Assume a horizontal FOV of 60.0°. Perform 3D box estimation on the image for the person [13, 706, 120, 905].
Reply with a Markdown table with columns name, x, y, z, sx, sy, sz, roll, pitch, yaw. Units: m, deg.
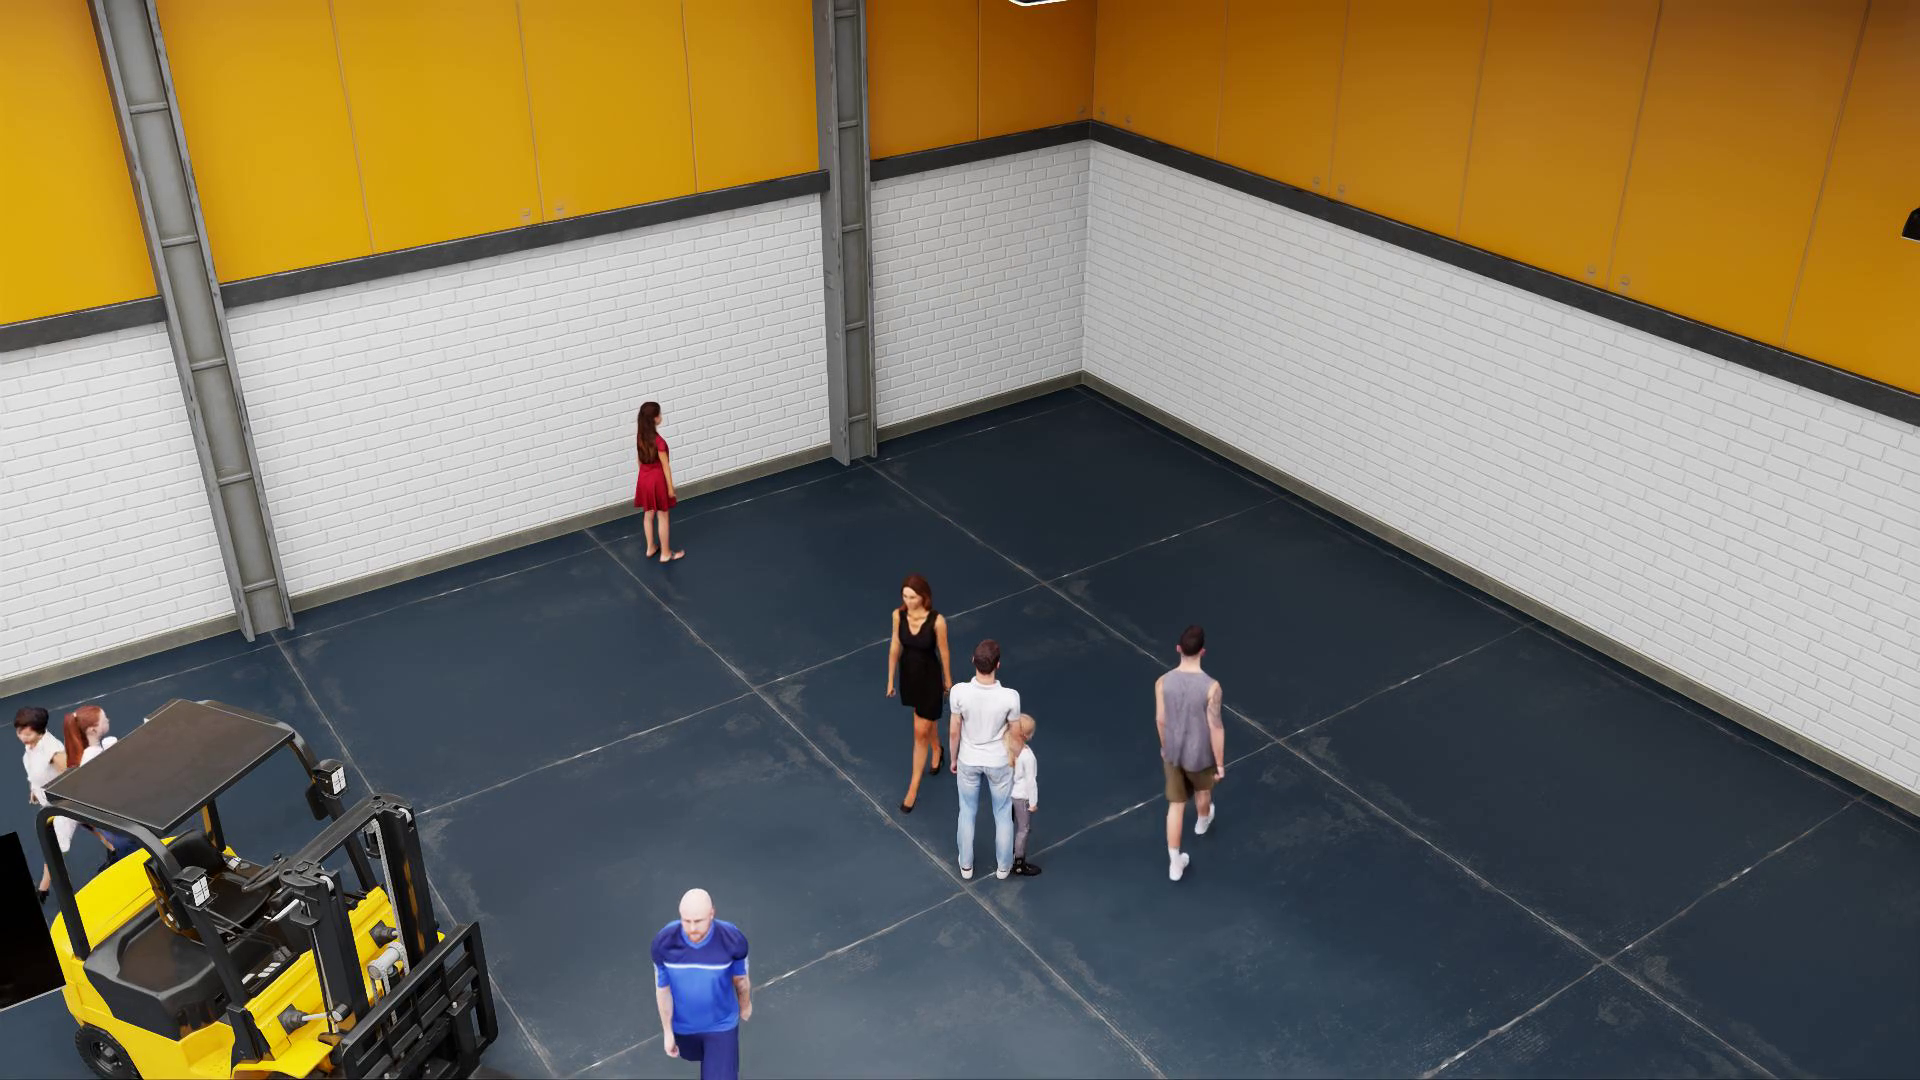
| name | x | y | z | sx | sy | sz | roll | pitch | yaw |
| --- | --- | --- | --- | --- | --- | --- | --- | --- | --- |
| person | -5.937 | 1.709 | 11.163 | 0.734 | 1.503 | 1.046 | 25 | 37 | 38 |

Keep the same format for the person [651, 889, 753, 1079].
| name | x | y | z | sx | sy | sz | roll | pitch | yaw |
| --- | --- | --- | --- | --- | --- | --- | --- | --- | --- |
| person | -1.423 | 2.594 | 9.233 | 1.189 | 1.797 | 1.183 | 1 | 29 | 1 |

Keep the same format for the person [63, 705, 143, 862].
| name | x | y | z | sx | sy | sz | roll | pitch | yaw |
| --- | --- | --- | --- | --- | --- | --- | --- | --- | --- |
| person | -5.514 | 1.845 | 10.678 | 0.660 | 1.728 | 0.608 | -25 | 37 | -38 |

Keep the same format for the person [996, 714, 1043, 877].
| name | x | y | z | sx | sy | sz | roll | pitch | yaw |
| --- | --- | --- | --- | --- | --- | --- | --- | --- | --- |
| person | 0.390 | 1.725 | 11.369 | 0.497 | 1.276 | 0.507 | -19 | 34 | -31 |

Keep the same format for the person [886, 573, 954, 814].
| name | x | y | z | sx | sy | sz | roll | pitch | yaw |
| --- | --- | --- | --- | --- | --- | --- | --- | --- | --- |
| person | -0.243 | 1.007 | 12.134 | 0.934 | 1.805 | 1.115 | 11 | 30 | 19 |

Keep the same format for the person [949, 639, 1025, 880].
| name | x | y | z | sx | sy | sz | roll | pitch | yaw |
| --- | --- | --- | --- | --- | --- | --- | --- | --- | --- |
| person | 0.171 | 1.490 | 11.200 | 0.712 | 1.851 | 0.781 | 4 | 29 | 7 |

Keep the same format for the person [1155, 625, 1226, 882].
| name | x | y | z | sx | sy | sz | roll | pitch | yaw |
| --- | --- | --- | --- | --- | --- | --- | --- | --- | --- |
| person | 1.512 | 1.505 | 11.251 | 1.051 | 1.788 | 1.174 | 11 | 31 | 20 |

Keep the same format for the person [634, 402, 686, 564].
| name | x | y | z | sx | sy | sz | roll | pitch | yaw |
| --- | --- | --- | --- | --- | --- | --- | --- | --- | --- |
| person | -2.797 | -0.541 | 15.236 | 0.626 | 1.552 | 0.683 | 20 | 34 | 32 |
